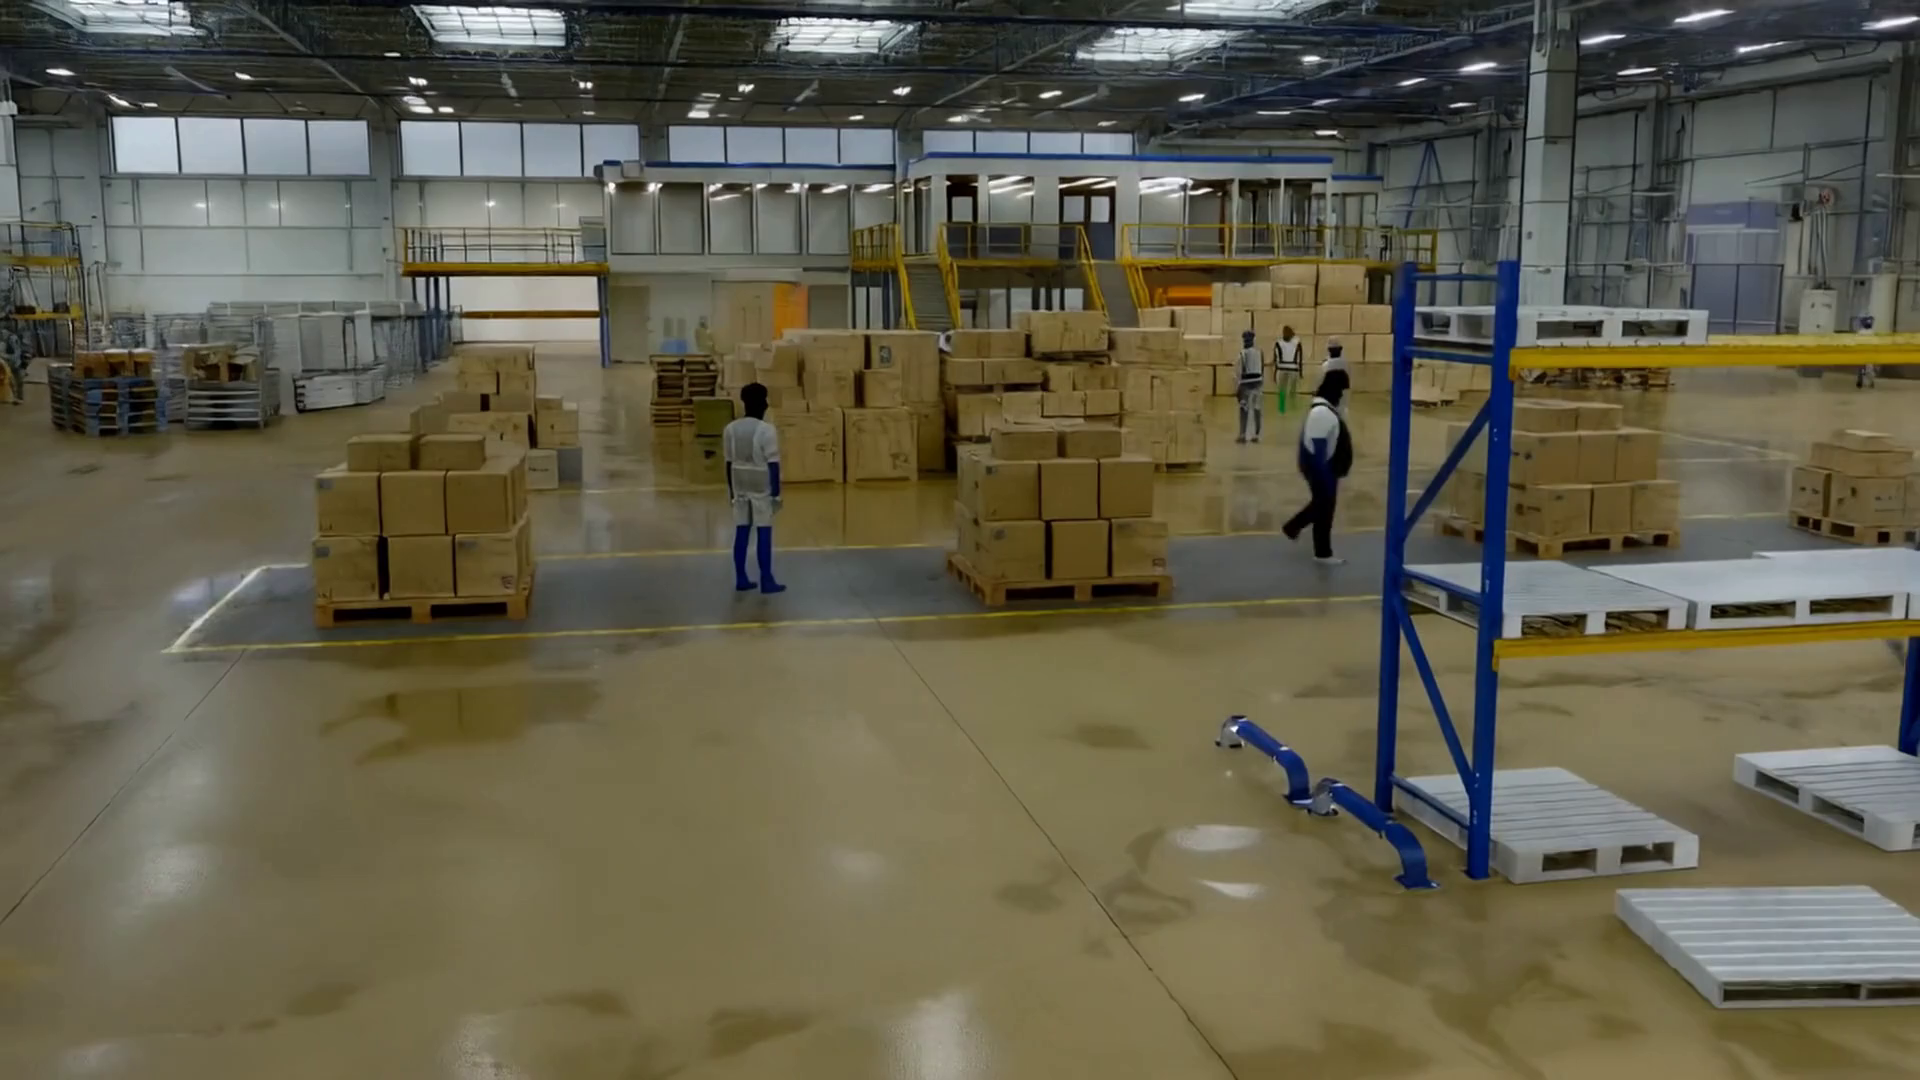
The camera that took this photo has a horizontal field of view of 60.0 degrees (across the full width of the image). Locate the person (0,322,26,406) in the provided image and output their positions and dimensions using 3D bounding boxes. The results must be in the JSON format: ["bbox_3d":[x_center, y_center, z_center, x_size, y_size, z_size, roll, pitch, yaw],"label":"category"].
[{"bbox_3d":[-20.567,-3.811,36.078,0.594,1.826,0.404,6,11,31],"label":"person"}]

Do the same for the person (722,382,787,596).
[{"bbox_3d":[-1.881,-0.462,15.239,0.604,1.959,0.379,5,11,30],"label":"person"}]

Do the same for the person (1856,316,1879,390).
[{"bbox_3d":[22.344,-4.615,40.990,0.552,1.813,0.993,2,9,11],"label":"person"}]

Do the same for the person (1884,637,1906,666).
[{"bbox_3d":[7.308,0.073,12.333,0.751,1.846,0.523,-3,10,-15],"label":"person"}]

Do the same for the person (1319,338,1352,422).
[{"bbox_3d":[5.698,-2.118,25.407,0.548,1.934,0.374,-3,10,-18],"label":"person"}]

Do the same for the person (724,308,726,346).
[{"bbox_3d":[-7.476,-6.664,53.204,0.588,1.891,0.663,-2,9,-10],"label":"person"}]

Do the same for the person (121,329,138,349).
[{"bbox_3d":[-16.988,-3.448,34.118,0.324,1.740,0.489,-6,11,-32],"label":"person"}]

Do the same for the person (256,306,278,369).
[{"bbox_3d":[-18.255,-5.175,43.878,0.392,1.990,0.611,4,10,22],"label":"person"}]

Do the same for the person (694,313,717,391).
[{"bbox_3d":[-6.138,-4.544,40.294,0.550,1.912,0.688,2,9,10],"label":"person"}]

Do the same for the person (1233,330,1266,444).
[{"bbox_3d":[4.936,-2.612,28.435,0.600,1.939,0.426,-5,10,-27],"label":"person"}]

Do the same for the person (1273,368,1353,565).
[{"bbox_3d":[3.611,-0.759,16.802,0.702,2.000,0.713,1,9,9],"label":"person"}]

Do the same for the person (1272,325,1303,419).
[{"bbox_3d":[6.494,-3.334,33.022,0.597,1.870,0.449,1,9,7],"label":"person"}]

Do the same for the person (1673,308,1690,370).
[{"bbox_3d":[21.184,-5.851,48.484,0.653,1.825,0.634,-3,10,-18],"label":"person"}]
